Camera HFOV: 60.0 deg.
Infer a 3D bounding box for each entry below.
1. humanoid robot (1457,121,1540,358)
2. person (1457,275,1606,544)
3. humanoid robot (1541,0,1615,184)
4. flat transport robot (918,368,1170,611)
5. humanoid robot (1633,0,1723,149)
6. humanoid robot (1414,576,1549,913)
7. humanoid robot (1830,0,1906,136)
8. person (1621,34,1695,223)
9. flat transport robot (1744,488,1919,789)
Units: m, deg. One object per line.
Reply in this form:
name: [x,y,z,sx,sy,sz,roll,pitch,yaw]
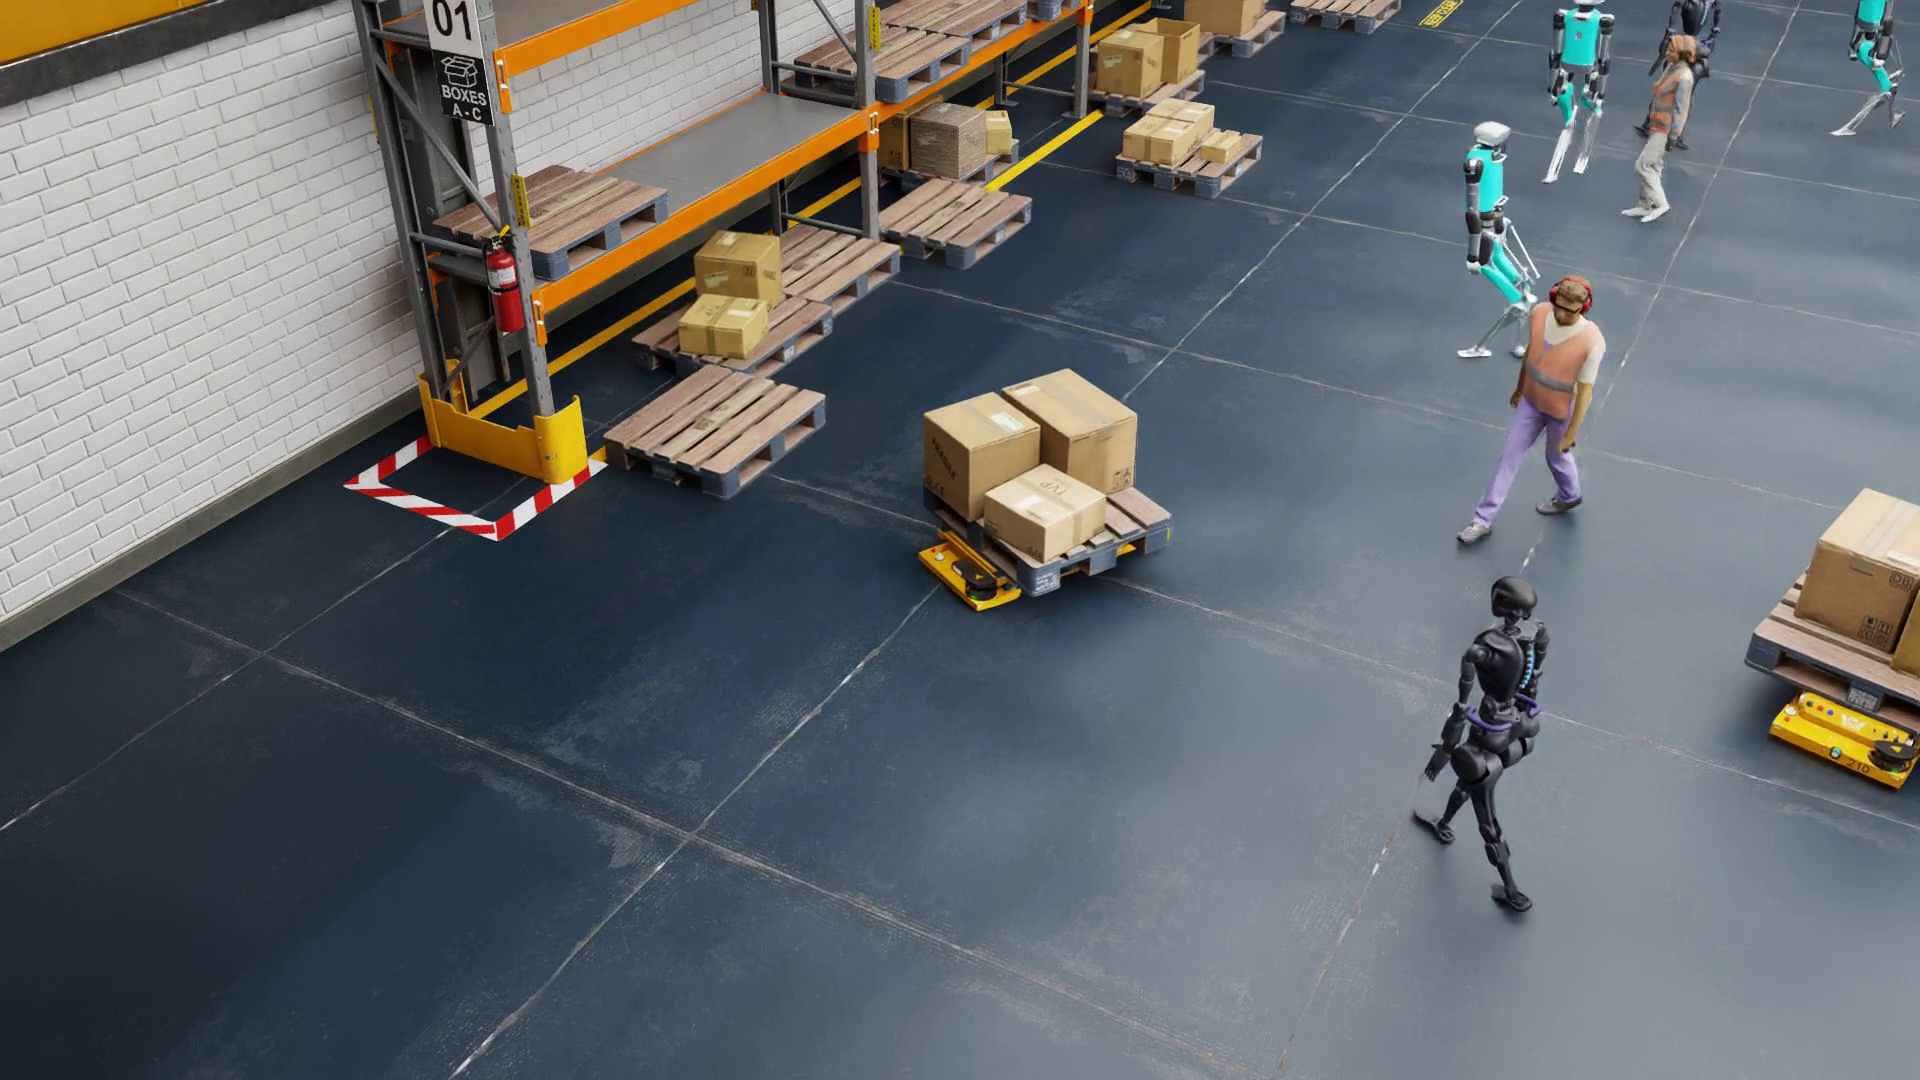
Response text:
humanoid robot: [3.985,-2.073,11.948,0.884,1.768,0.586,22,39,29]
person: [3.553,-0.817,10.018,0.972,1.780,0.630,-17,37,-24]
humanoid robot: [5.658,-4.136,15.100,0.570,1.780,0.917,25,41,33]
flat transport robot: [0.521,-0.004,10.154,1.431,0.231,0.659,-20,38,-27]
humanoid robot: [6.898,-4.615,15.872,0.590,1.629,0.707,-7,34,-10]
humanoid robot: [2.437,0.900,7.564,0.585,1.628,0.791,-20,38,-27]
humanoid robot: [9.016,-4.751,16.027,0.932,1.781,0.558,-4,34,-5]
person: [5.995,-3.509,14.221,0.366,1.627,0.528,7,34,10]
flat transport robot: [4.973,0.786,8.959,0.659,0.231,1.431,27,42,34]
